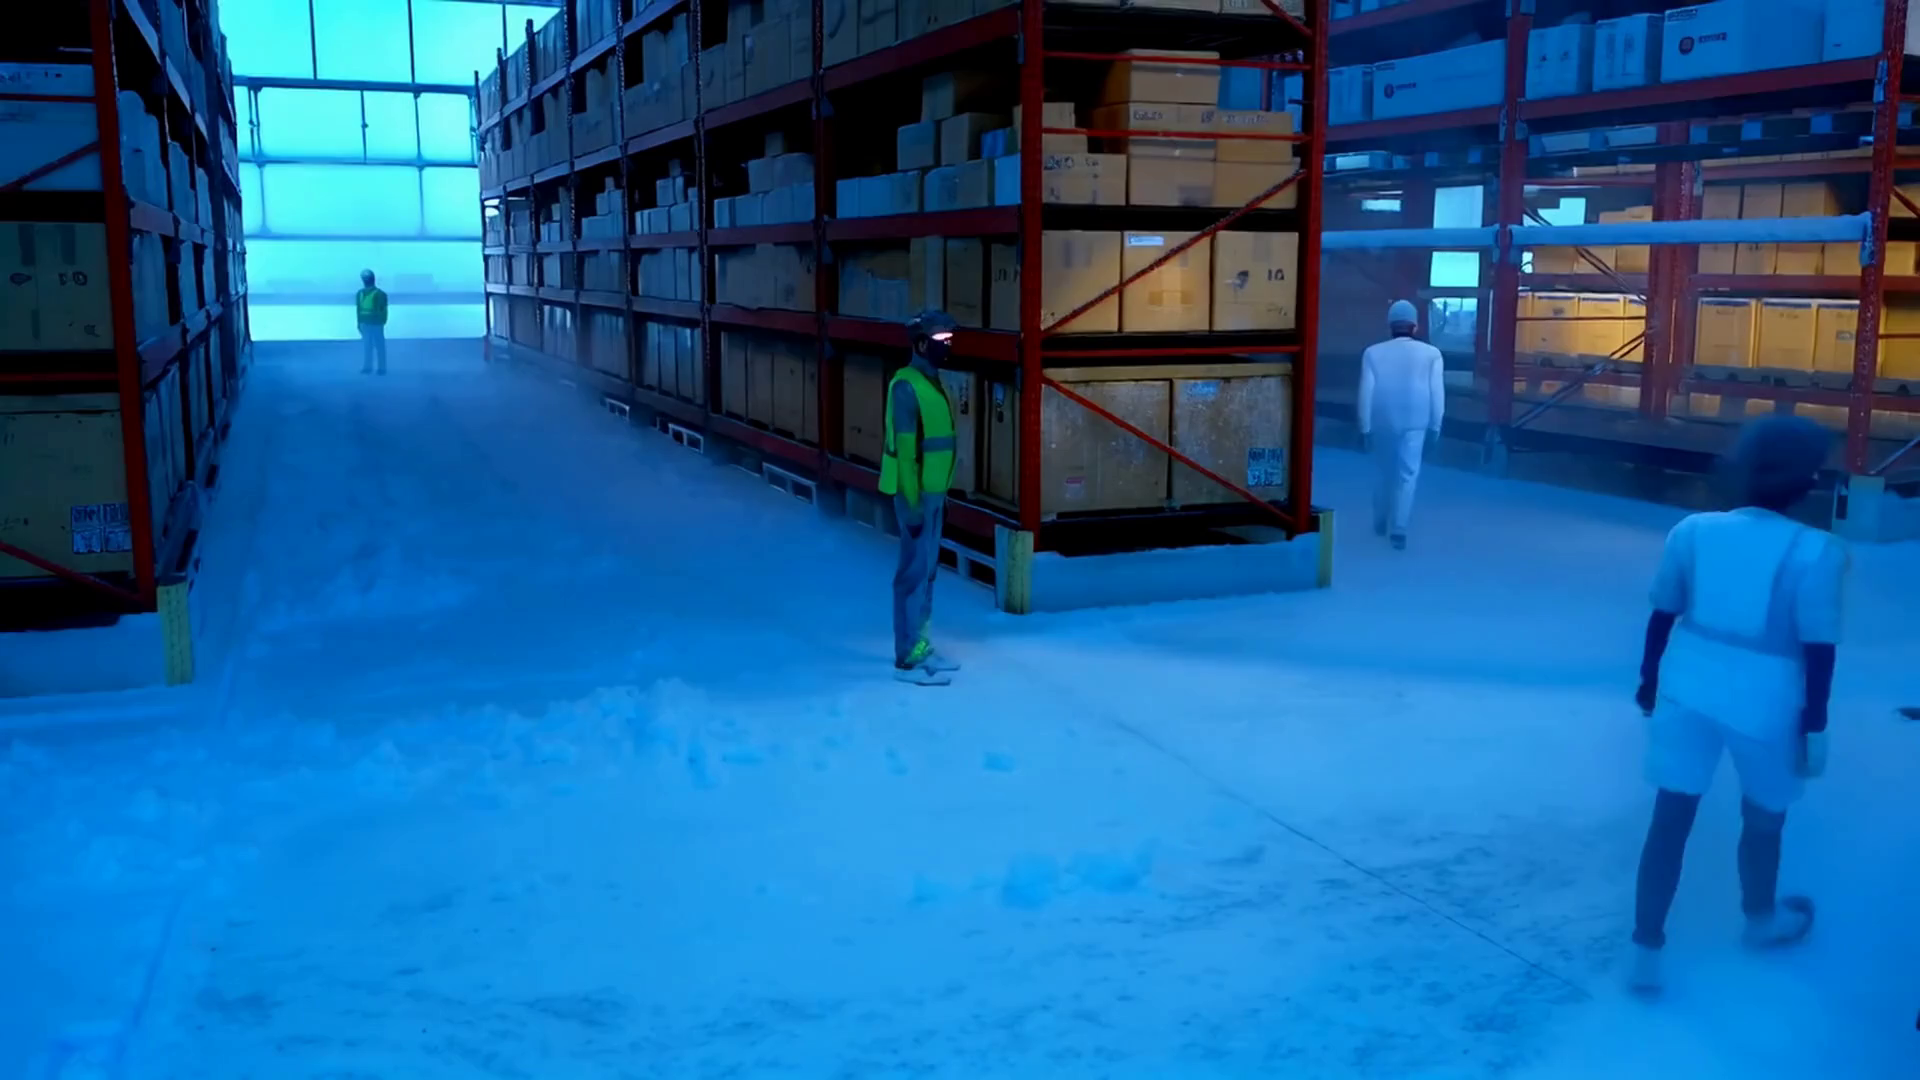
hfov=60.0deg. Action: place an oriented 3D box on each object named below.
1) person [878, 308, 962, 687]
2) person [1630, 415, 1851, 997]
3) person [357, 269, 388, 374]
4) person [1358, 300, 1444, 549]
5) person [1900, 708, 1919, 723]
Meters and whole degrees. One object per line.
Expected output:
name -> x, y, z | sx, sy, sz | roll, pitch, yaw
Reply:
person -> -0.197, -0.217, 8.245 | 0.389, 1.848, 0.563 | 2, 10, 12
person -> 2.219, 0.459, 4.772 | 0.875, 1.634, 0.634 | -8, 12, -40
person -> -10.932, -4.052, 30.916 | 0.603, 1.949, 0.389 | 2, 10, 12
person -> 3.251, -0.864, 12.291 | 0.618, 1.785, 0.930 | 2, 10, 13
person -> 4.535, -0.094, 7.377 | 0.642, 1.900, 0.401 | -4, 10, -21
